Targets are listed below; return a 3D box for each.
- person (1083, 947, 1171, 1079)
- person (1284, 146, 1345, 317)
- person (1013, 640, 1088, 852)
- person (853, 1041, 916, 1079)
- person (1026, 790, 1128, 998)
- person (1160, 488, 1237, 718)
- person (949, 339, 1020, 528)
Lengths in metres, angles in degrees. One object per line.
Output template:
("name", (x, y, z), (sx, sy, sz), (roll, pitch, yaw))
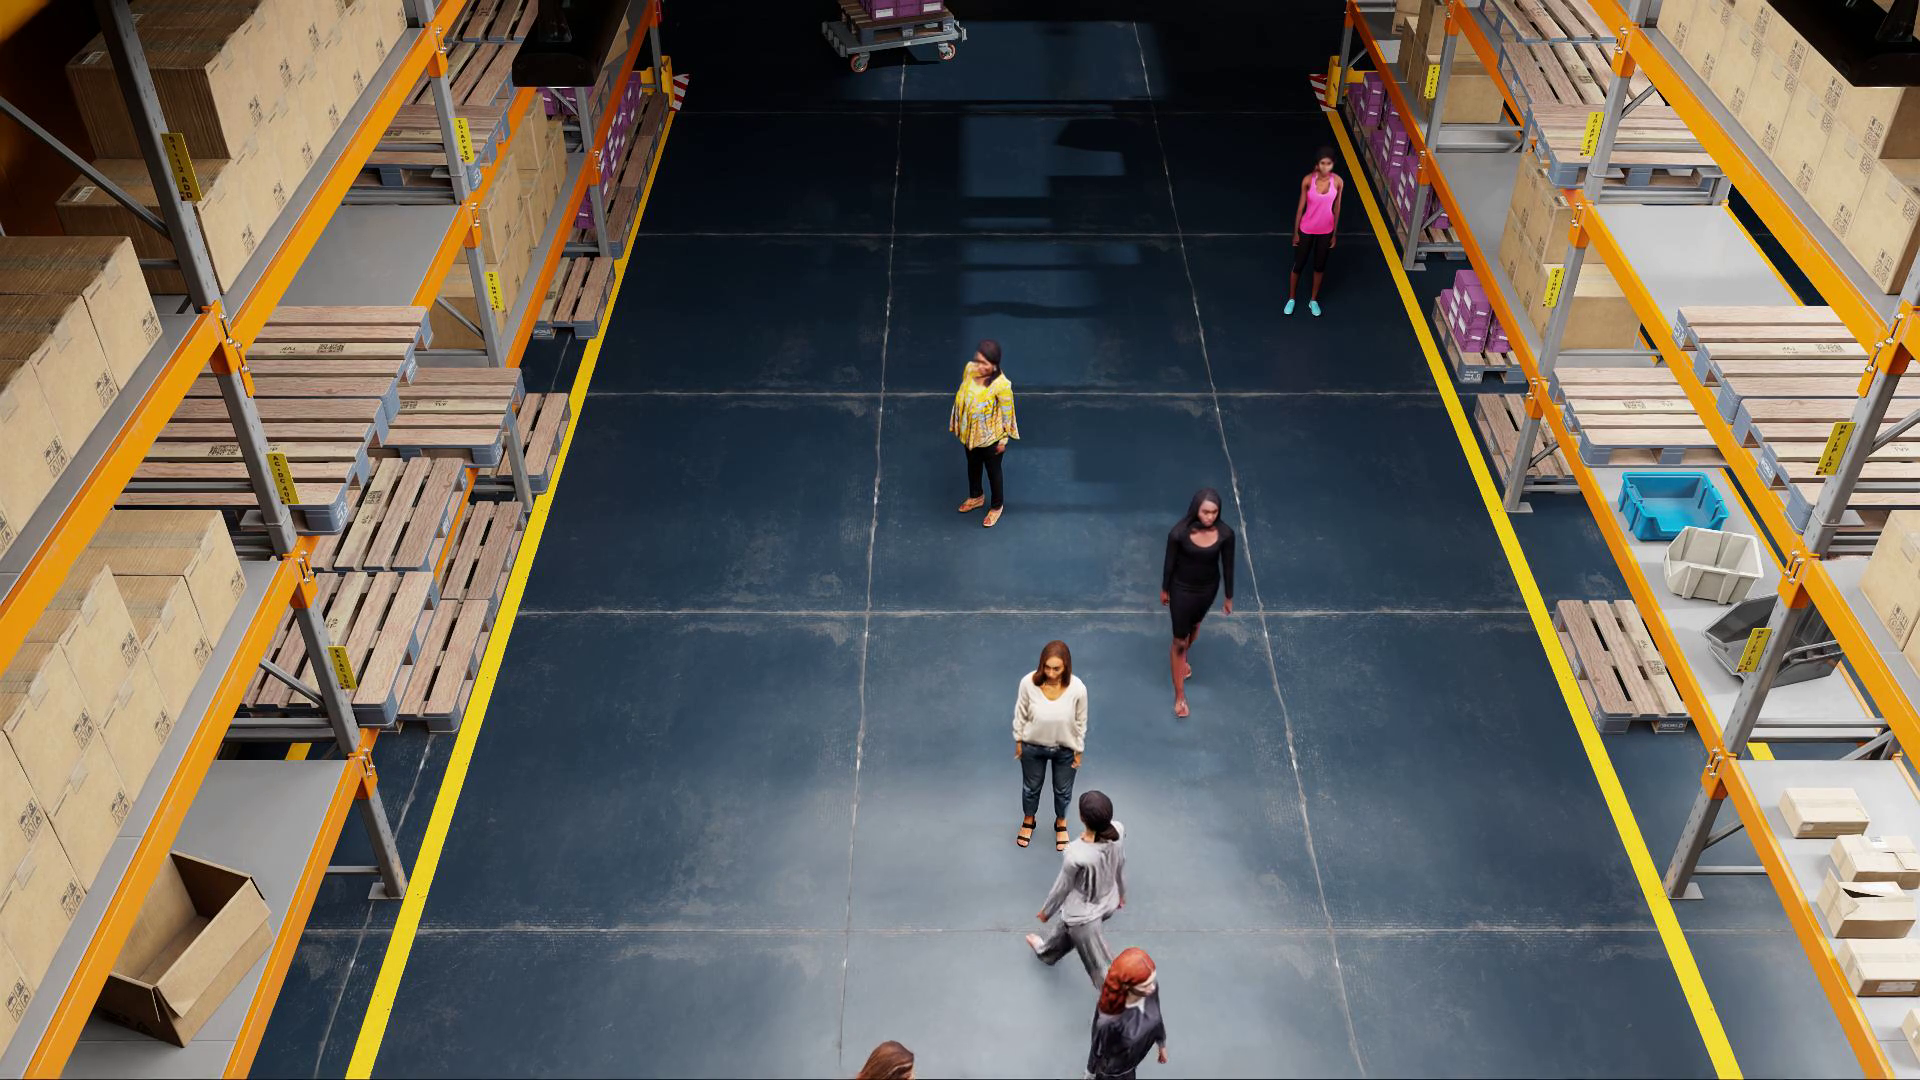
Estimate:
("person", (0.753, 2.665, 8.627), (1.108, 1.736, 1.083), (29, 47, 32))
("person", (3.342, -2.908, 15.616), (0.585, 1.724, 0.569), (4, 39, 5))
("person", (0.566, 1.273, 10.414), (0.639, 1.682, 0.577), (5, 39, 7))
("person", (-0.451, 2.992, 8.235), (0.831, 1.715, 1.159), (-11, 40, -13))
("person", (0.787, 2.123, 9.315), (1.068, 1.725, 1.147), (-30, 47, -32))
("person", (1.626, 0.315, 11.604), (0.688, 1.694, 0.994), (-3, 39, -3))
("person", (0.196, -0.855, 13.100), (0.886, 1.656, 0.945), (31, 48, 33))
